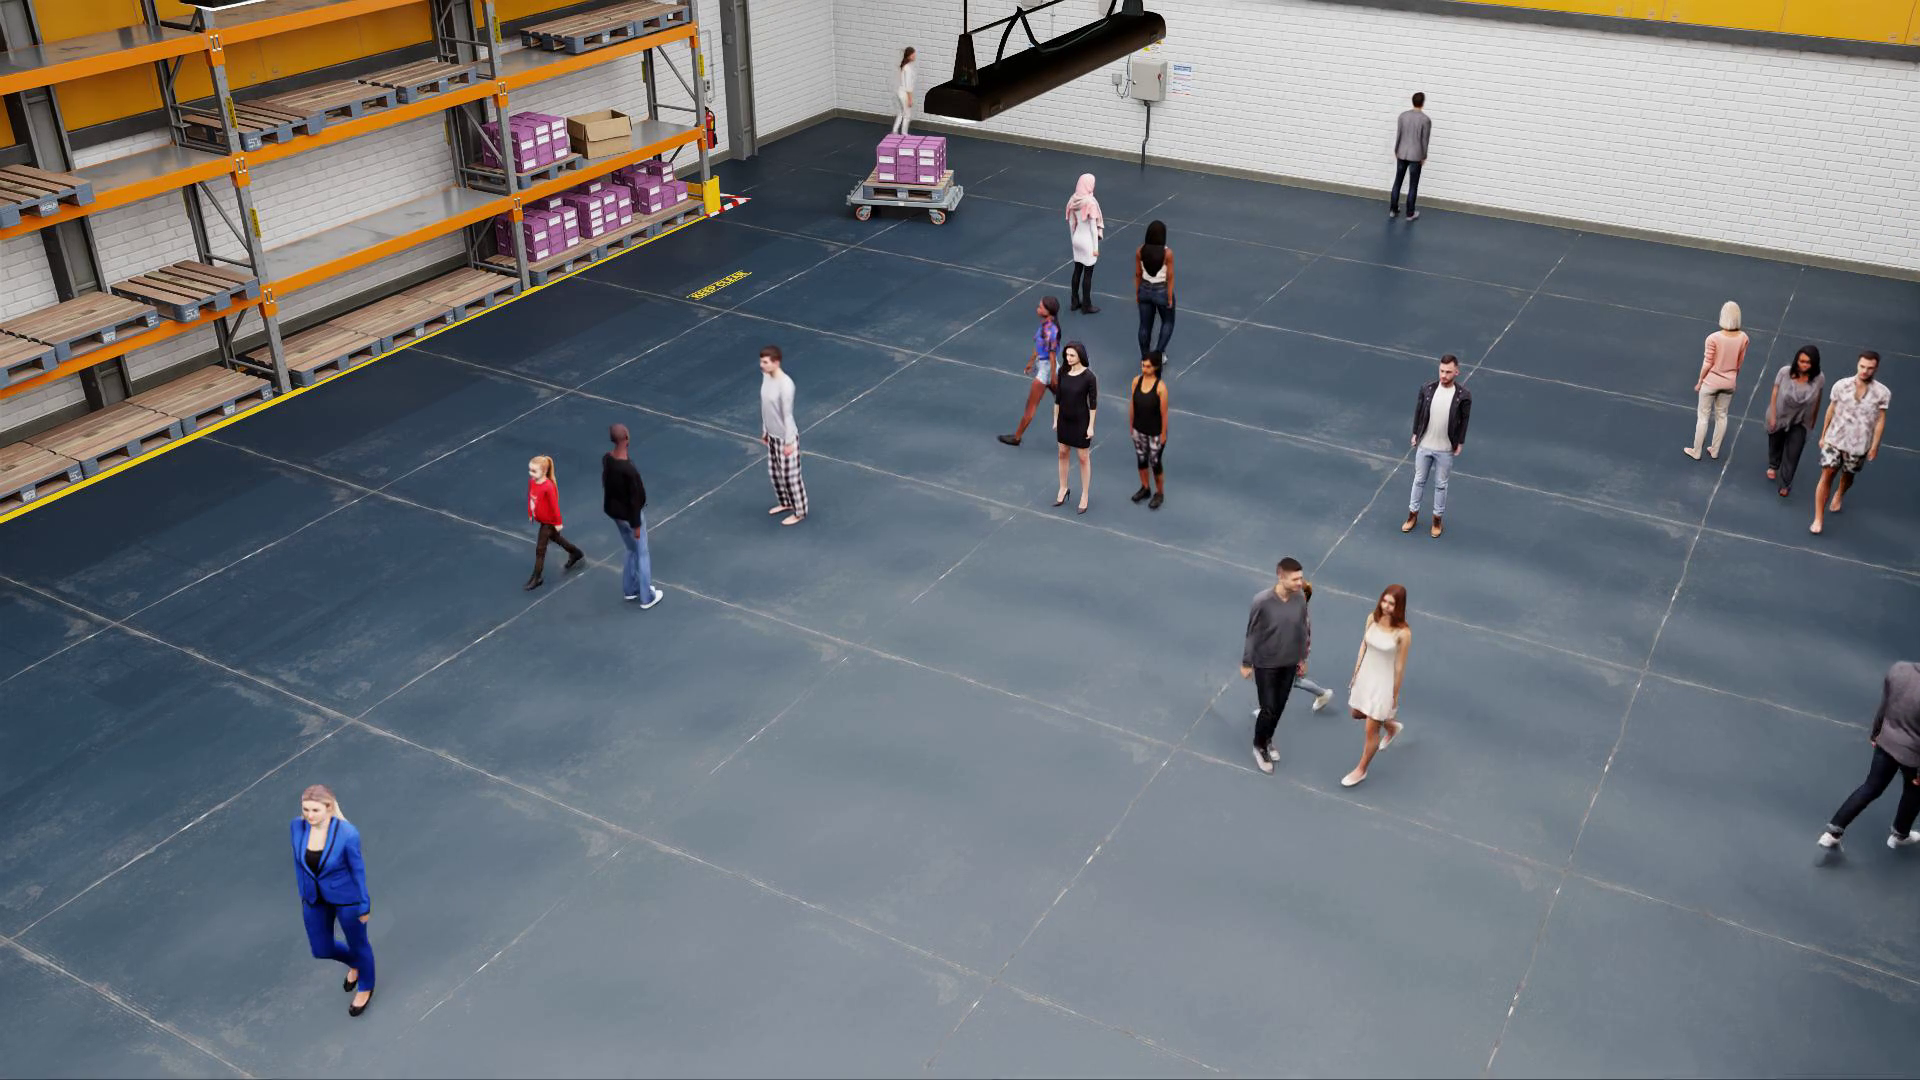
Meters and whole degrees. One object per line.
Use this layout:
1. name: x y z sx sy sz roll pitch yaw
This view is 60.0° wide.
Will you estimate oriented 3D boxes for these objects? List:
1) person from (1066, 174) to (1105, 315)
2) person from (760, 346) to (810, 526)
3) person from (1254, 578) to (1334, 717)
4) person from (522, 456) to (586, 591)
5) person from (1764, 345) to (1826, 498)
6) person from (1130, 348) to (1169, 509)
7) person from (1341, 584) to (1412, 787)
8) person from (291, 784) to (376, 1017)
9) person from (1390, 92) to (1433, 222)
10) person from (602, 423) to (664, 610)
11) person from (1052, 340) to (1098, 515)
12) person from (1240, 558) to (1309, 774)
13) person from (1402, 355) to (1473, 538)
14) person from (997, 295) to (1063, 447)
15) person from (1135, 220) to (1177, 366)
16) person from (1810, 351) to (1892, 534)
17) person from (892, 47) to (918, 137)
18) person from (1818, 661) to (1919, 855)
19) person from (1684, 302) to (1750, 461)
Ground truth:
1. person: 1.589 -3.784 21.240 0.719 1.804 0.716 -20 35 -32
2. person: -1.718 -1.036 16.167 0.749 1.840 0.732 -17 33 -28
3. person: 2.722 0.858 13.272 0.937 1.285 0.867 -7 29 -12
4. person: -3.739 -0.204 15.255 0.643 1.252 0.984 25 37 38
5. person: 8.431 -1.262 16.876 0.609 1.556 1.048 14 32 24
6. person: 1.903 -1.125 16.518 0.605 1.658 0.568 20 35 33
7. person: 3.192 1.045 12.498 1.001 1.698 0.815 -18 33 -29
8. person: -3.859 2.188 10.409 0.739 1.693 0.747 4 29 8
9. person: 6.687 -5.708 24.700 0.697 1.870 0.626 20 34 32
10. person: -3.015 -0.199 14.760 0.770 1.716 0.730 -22 35 -34
11. person: 1.132 -1.117 16.354 0.625 1.802 0.530 19 34 31
12. person: 2.377 0.894 12.728 0.775 1.743 0.847 -10 30 -18
13. person: 4.584 -0.926 15.967 0.662 1.836 0.547 13 31 22
14. person: 1.021 -1.757 17.646 1.064 1.688 1.174 0 29 -1
15. person: 2.256 -2.829 19.499 0.675 1.795 0.644 13 31 23
16. person: 8.649 -1.008 16.162 0.675 1.793 1.078 16 32 26
17. person: -0.938 -7.573 28.338 0.922 1.660 0.852 -8 30 -15
18. person: 6.497 1.487 11.593 1.253 1.788 1.151 -10 30 -18
19. person: 7.952 -1.661 17.434 0.680 1.722 0.695 -1 29 -2
